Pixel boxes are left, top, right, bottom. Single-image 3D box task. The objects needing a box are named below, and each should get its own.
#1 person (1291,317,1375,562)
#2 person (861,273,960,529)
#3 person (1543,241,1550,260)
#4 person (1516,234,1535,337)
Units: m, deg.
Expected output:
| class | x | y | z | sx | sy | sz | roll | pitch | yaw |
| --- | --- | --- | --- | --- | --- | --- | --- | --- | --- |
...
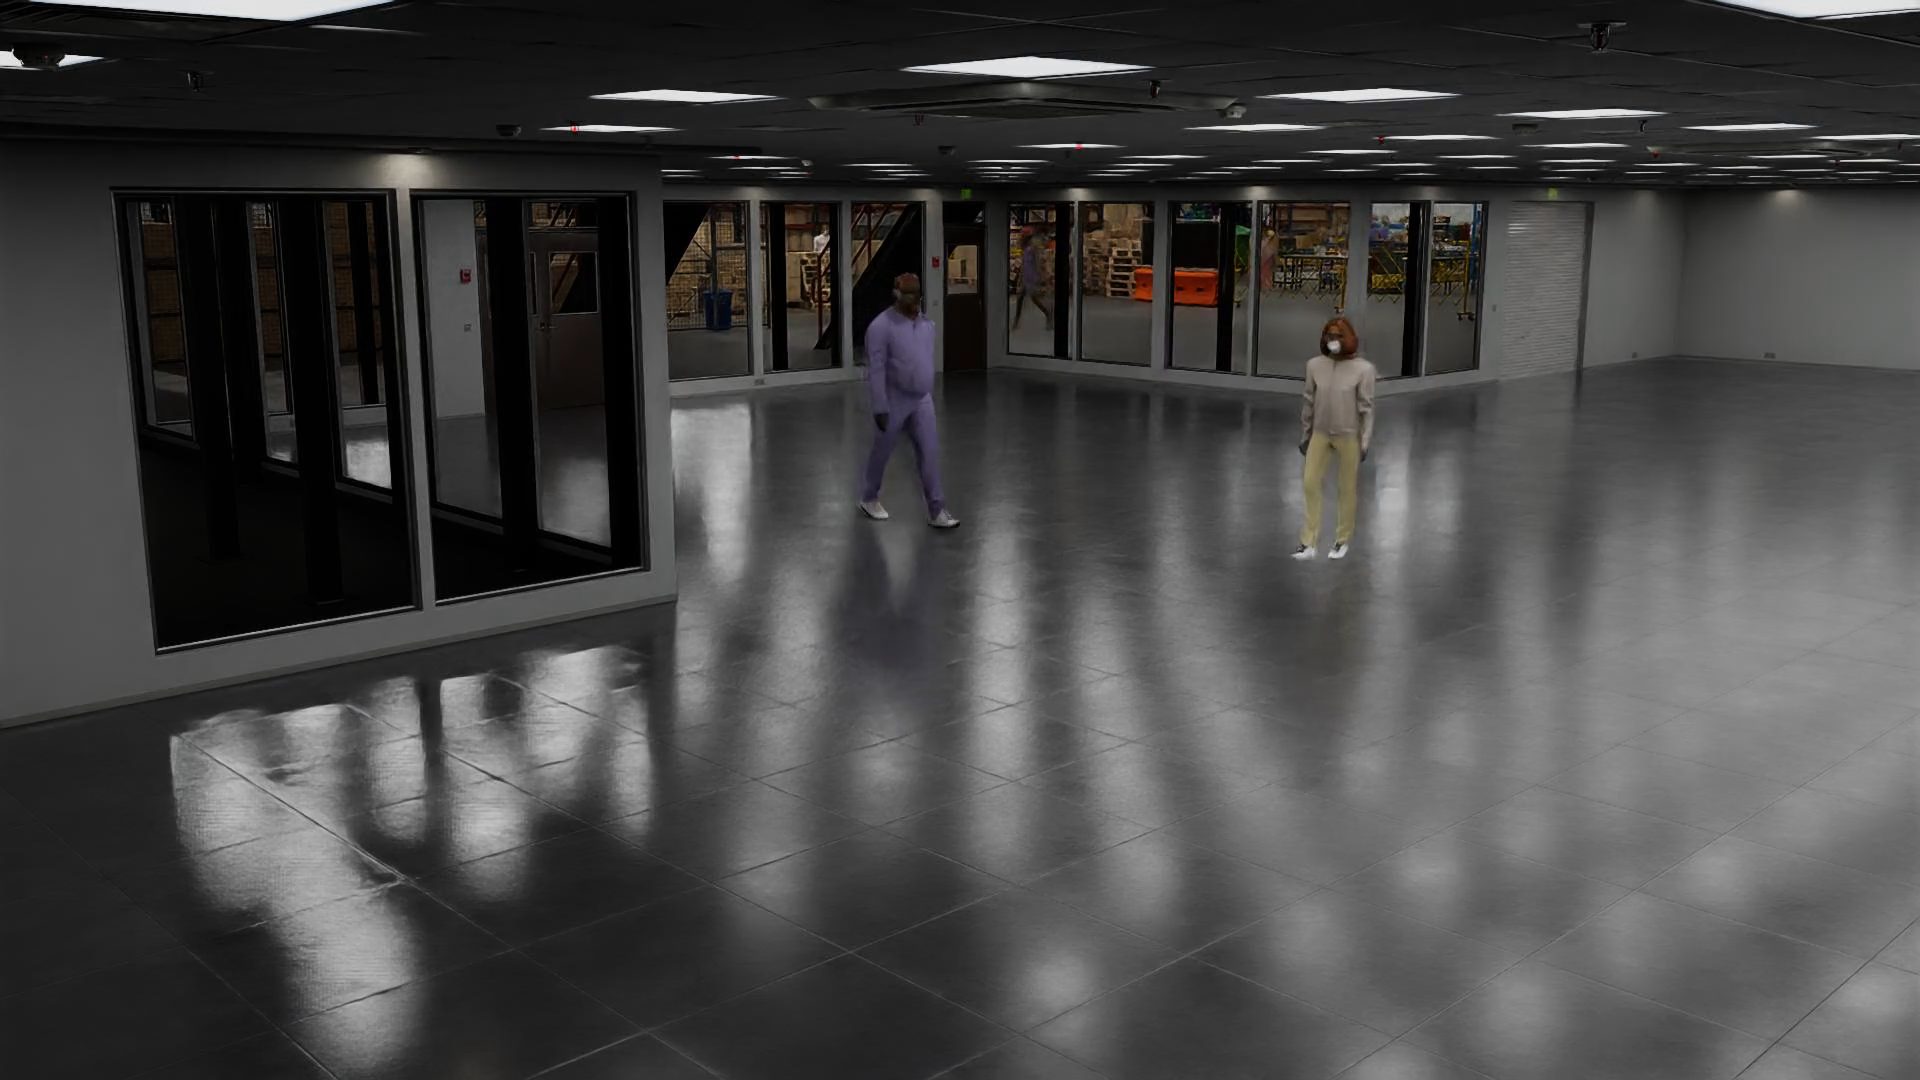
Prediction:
| class | x | y | z | sx | sy | sz | roll | pitch | yaw |
| --- | --- | --- | --- | --- | --- | --- | --- | --- | --- |
| person | 2.424 | -0.642 | 10.896 | 0.523 | 1.608 | 0.669 | 7 | 13 | 32 |
| person | -0.411 | -1.025 | 12.235 | 0.657 | 1.856 | 1.024 | -9 | 14 | -38 |
| person | 18.198 | -8.864 | 51.484 | 0.530 | 1.869 | 0.311 | 4 | 12 | 18 |
| person | 10.006 | -4.509 | 29.543 | 0.582 | 1.917 | 0.547 | 8 | 14 | 33 |
